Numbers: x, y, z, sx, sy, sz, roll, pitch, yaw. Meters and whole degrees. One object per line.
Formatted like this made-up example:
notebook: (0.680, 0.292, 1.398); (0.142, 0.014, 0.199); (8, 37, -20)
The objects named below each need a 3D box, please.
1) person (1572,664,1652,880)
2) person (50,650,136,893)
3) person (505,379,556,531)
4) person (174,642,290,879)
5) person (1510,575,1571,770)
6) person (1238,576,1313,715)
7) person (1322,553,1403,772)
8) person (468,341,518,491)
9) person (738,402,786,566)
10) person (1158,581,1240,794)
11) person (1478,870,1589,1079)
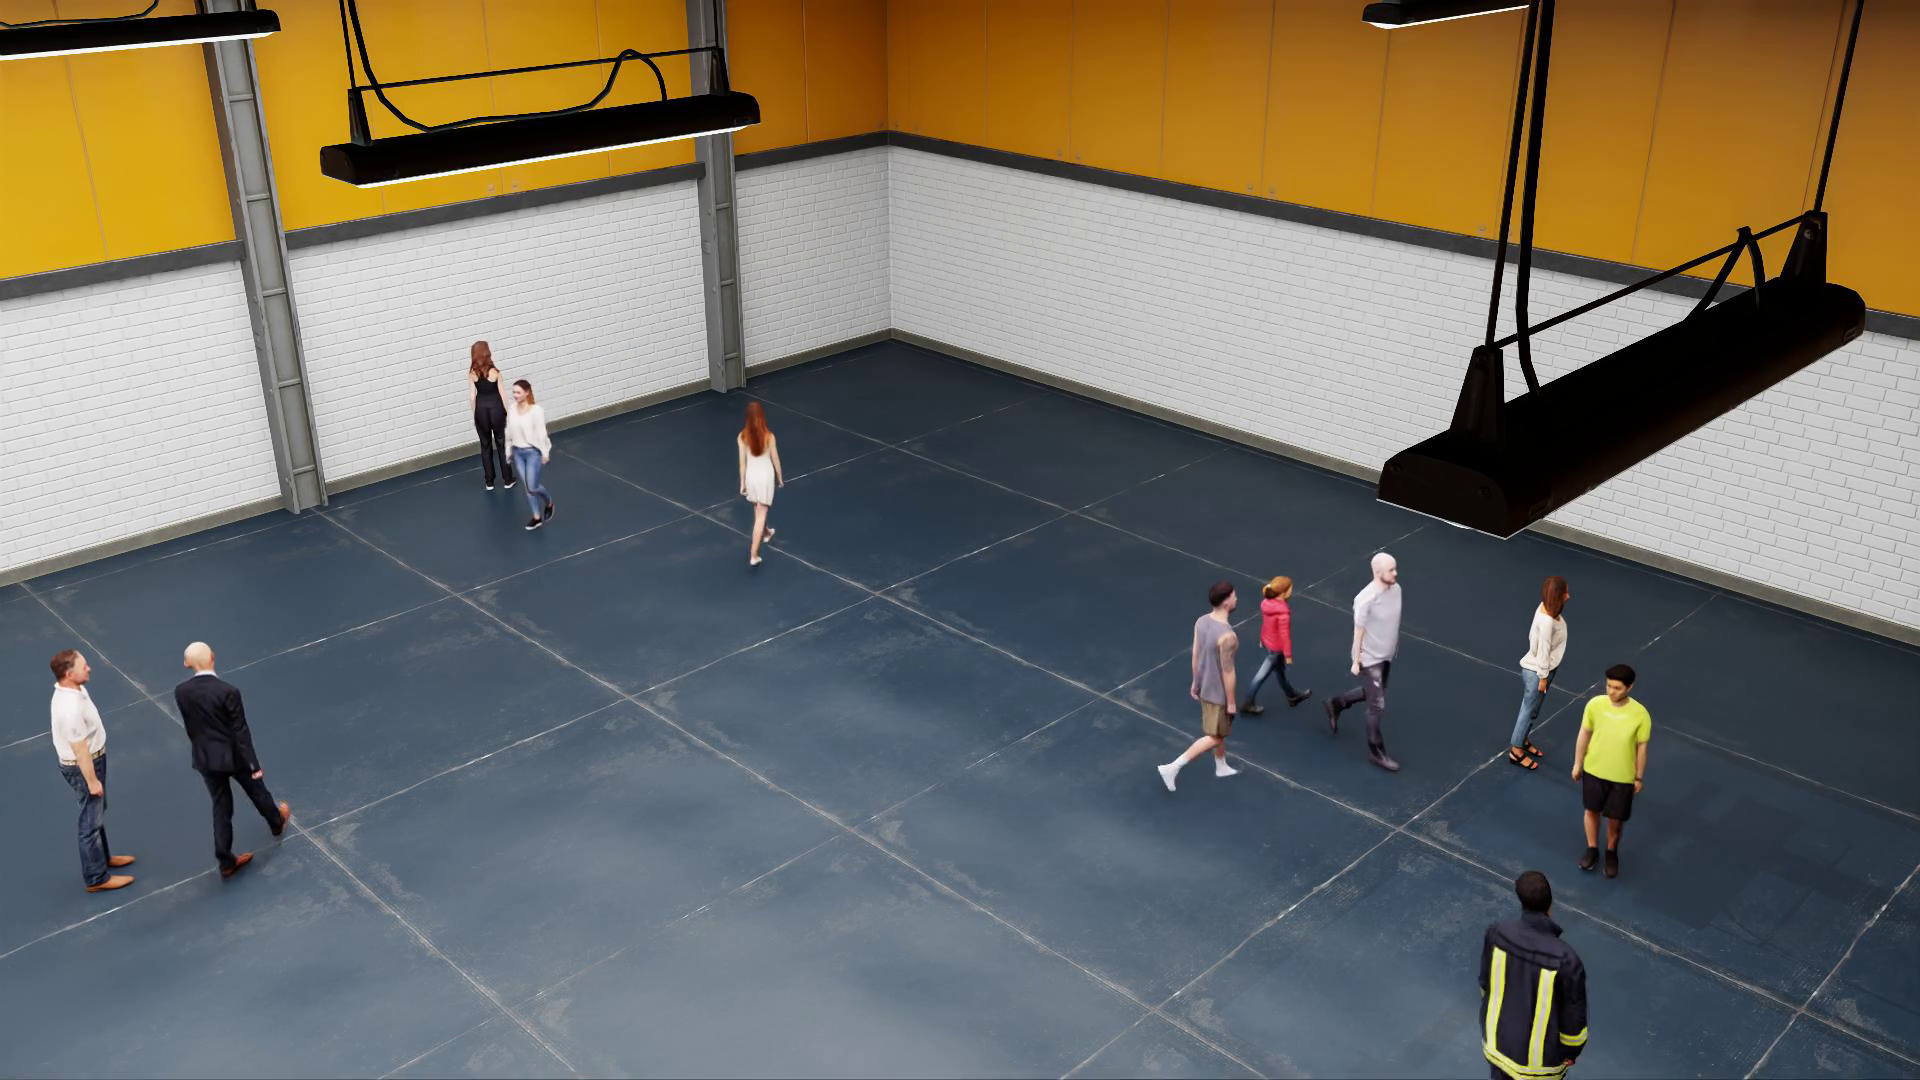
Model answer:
person: (4.746, 1.628, 12.107); (0.677, 1.694, 0.658); (16, 28, 32)
person: (-6.288, 1.630, 11.910); (0.714, 1.848, 0.734); (-9, 25, -19)
person: (-4.626, -0.941, 18.000); (0.714, 1.682, 0.735); (11, 26, 23)
person: (-5.377, 1.635, 12.024); (1.121, 1.748, 1.227); (5, 24, 11)
person: (4.678, 1.044, 13.464); (0.753, 1.678, 0.623); (9, 25, 19)
person: (2.619, 0.929, 14.219); (0.966, 1.283, 0.858); (-3, 24, -6)
person: (3.309, 0.932, 13.559); (1.065, 1.807, 0.776); (-19, 30, -37)
person: (-5.383, -1.426, 19.033); (0.649, 1.743, 0.726); (-2, 24, -5)
person: (-2.078, -0.549, 17.125); (1.007, 1.664, 1.229); (5, 24, 10)
person: (1.955, 1.201, 13.156); (1.188, 1.828, 0.934); (-9, 25, -20)
person: (3.173, 2.751, 9.281); (0.666, 1.900, 0.825); (-16, 28, -32)
